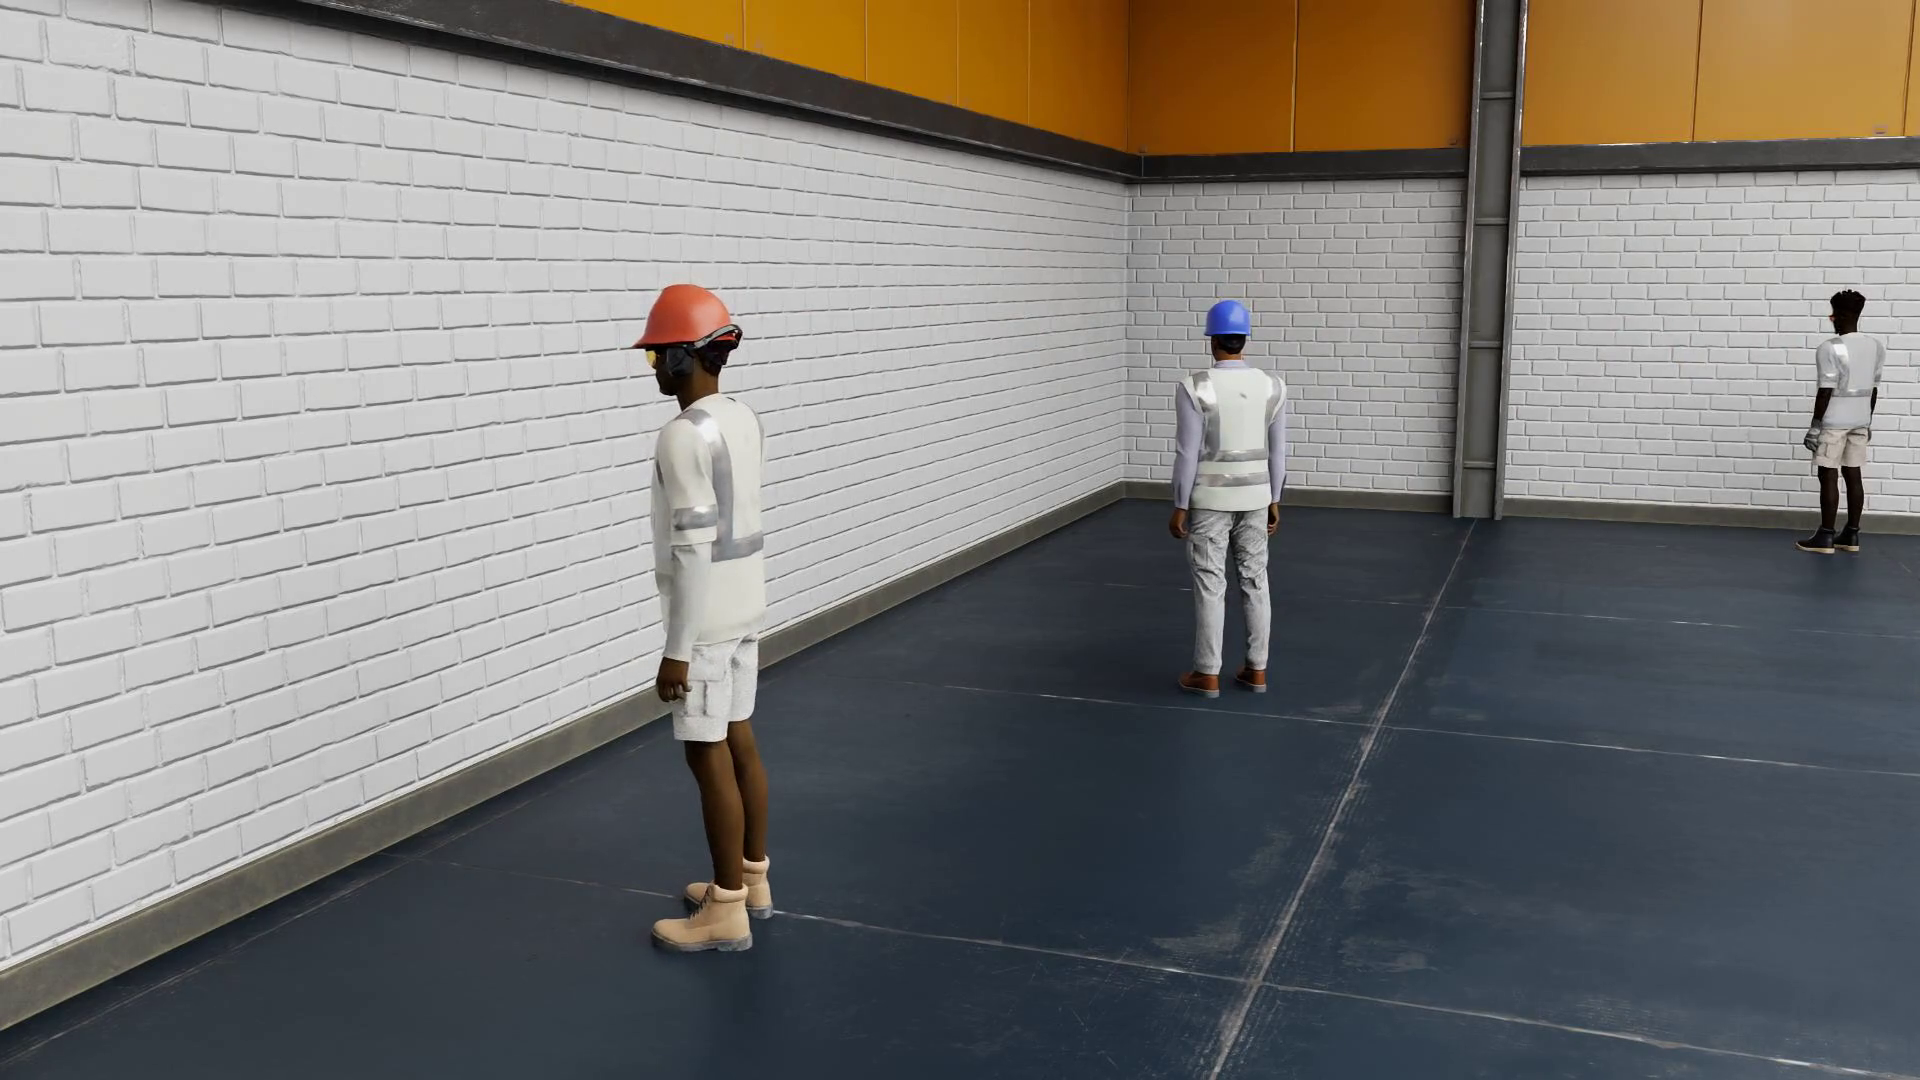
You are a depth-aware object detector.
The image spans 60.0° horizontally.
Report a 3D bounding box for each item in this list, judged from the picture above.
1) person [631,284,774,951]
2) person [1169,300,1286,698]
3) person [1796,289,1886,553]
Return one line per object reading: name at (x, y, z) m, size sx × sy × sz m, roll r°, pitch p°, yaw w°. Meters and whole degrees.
person at (-0.803, 0.243, 5.124) m, size 0.392 × 2.041 × 0.615 m, roll 2°, pitch 9°, yaw 11°
person at (1.311, -0.199, 8.199) m, size 0.616 × 1.945 × 0.404 m, roll -3°, pitch 10°, yaw -19°
person at (6.575, -0.880, 12.417) m, size 0.613 × 1.964 × 0.361 m, roll -4°, pitch 10°, yaw -21°
